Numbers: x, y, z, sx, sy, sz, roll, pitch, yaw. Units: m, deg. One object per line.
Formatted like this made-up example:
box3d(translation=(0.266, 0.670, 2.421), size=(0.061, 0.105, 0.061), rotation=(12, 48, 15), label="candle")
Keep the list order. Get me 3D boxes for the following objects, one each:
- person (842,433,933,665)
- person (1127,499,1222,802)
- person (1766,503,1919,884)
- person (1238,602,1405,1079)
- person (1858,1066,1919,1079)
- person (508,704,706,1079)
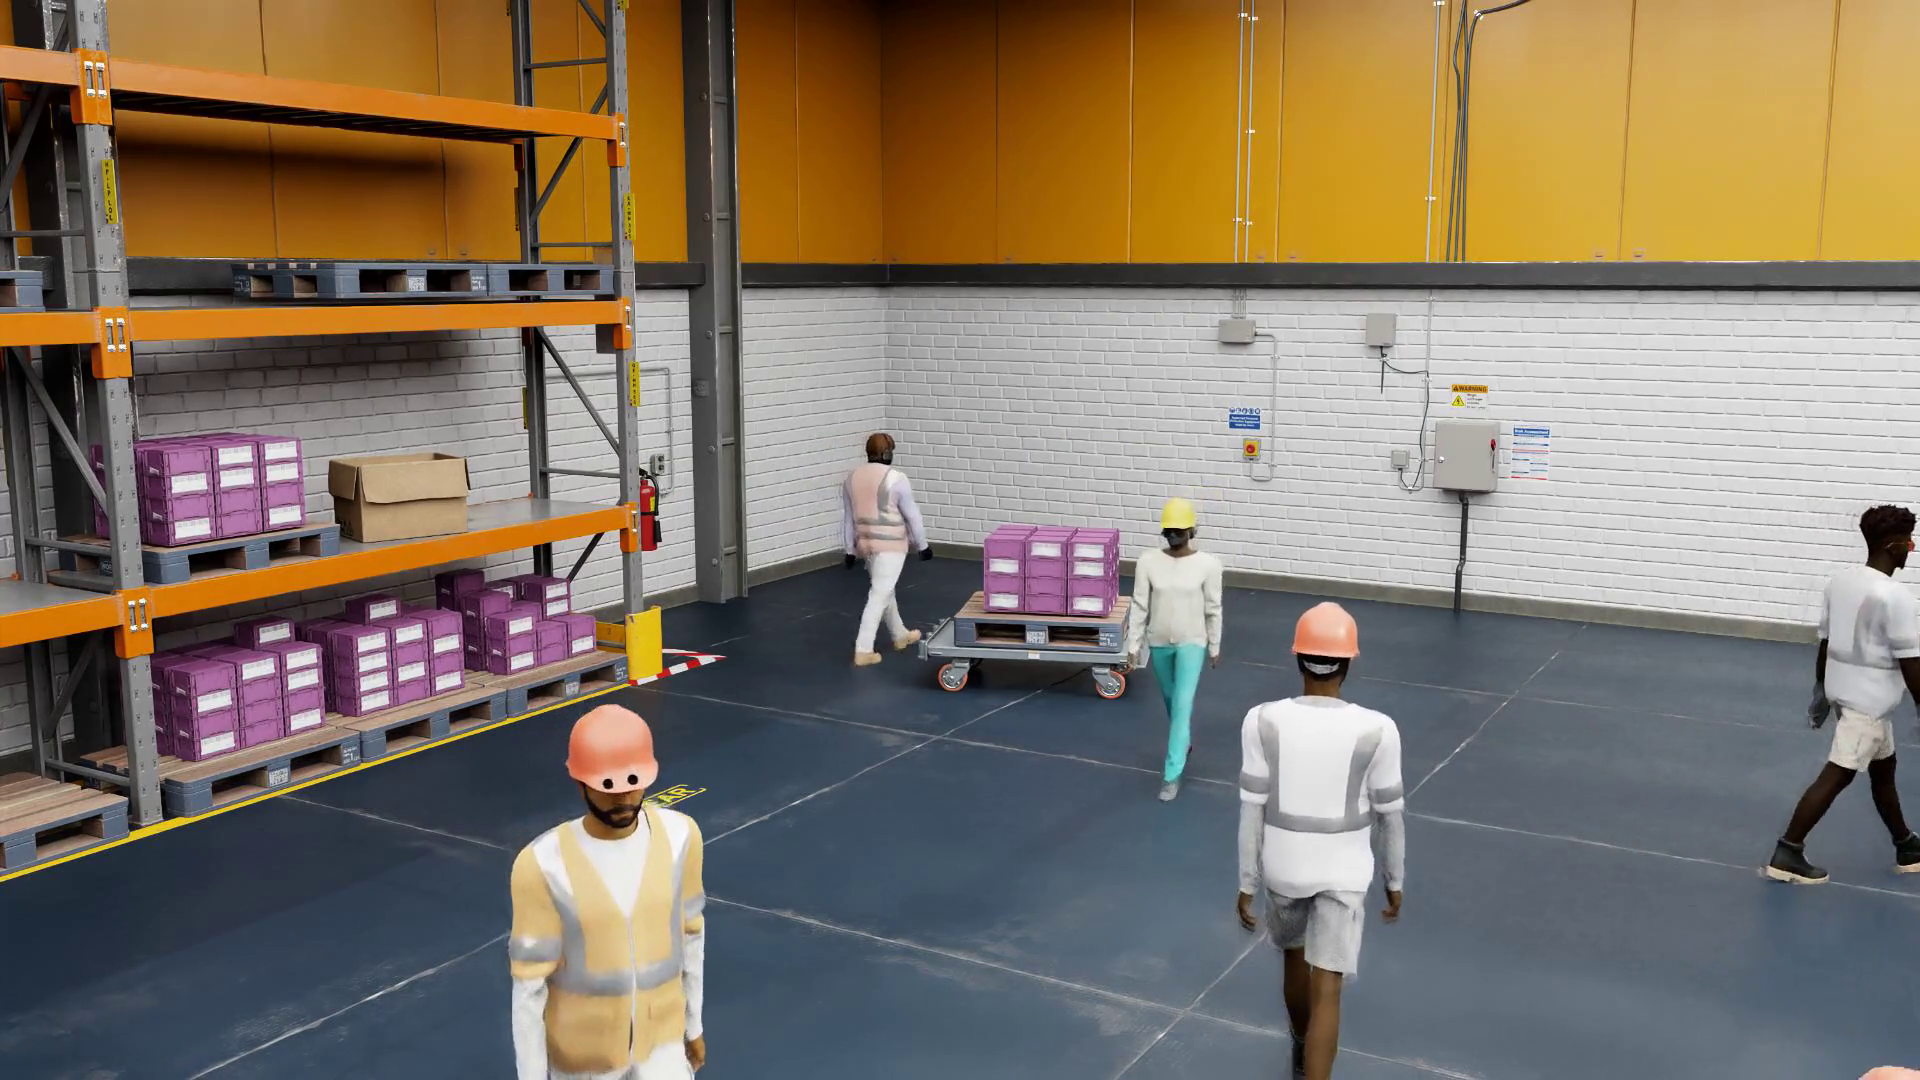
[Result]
box3d(translation=(-0.576, 0.057, 13.061), size=(0.634, 1.796, 0.931), rotation=(8, 12, 41), label="person")
box3d(translation=(1.289, 0.601, 9.900), size=(0.532, 1.729, 0.927), rotation=(4, 10, 22), label="person")
box3d(translation=(4.514, 0.773, 8.227), size=(1.027, 1.912, 0.609), rotation=(0, 9, 3), label="person")
box3d(translation=(1.275, 1.159, 5.892), size=(0.566, 1.886, 1.011), rotation=(3, 10, 18), label="person")
box3d(translation=(1.220, 1.667, 2.288), size=(0.637, 2.012, 0.841), rotation=(5, 10, 26), label="person")
box3d(translation=(-0.898, 1.380, 4.461), size=(0.576, 1.887, 0.963), rotation=(-5, 10, -28), label="person")
